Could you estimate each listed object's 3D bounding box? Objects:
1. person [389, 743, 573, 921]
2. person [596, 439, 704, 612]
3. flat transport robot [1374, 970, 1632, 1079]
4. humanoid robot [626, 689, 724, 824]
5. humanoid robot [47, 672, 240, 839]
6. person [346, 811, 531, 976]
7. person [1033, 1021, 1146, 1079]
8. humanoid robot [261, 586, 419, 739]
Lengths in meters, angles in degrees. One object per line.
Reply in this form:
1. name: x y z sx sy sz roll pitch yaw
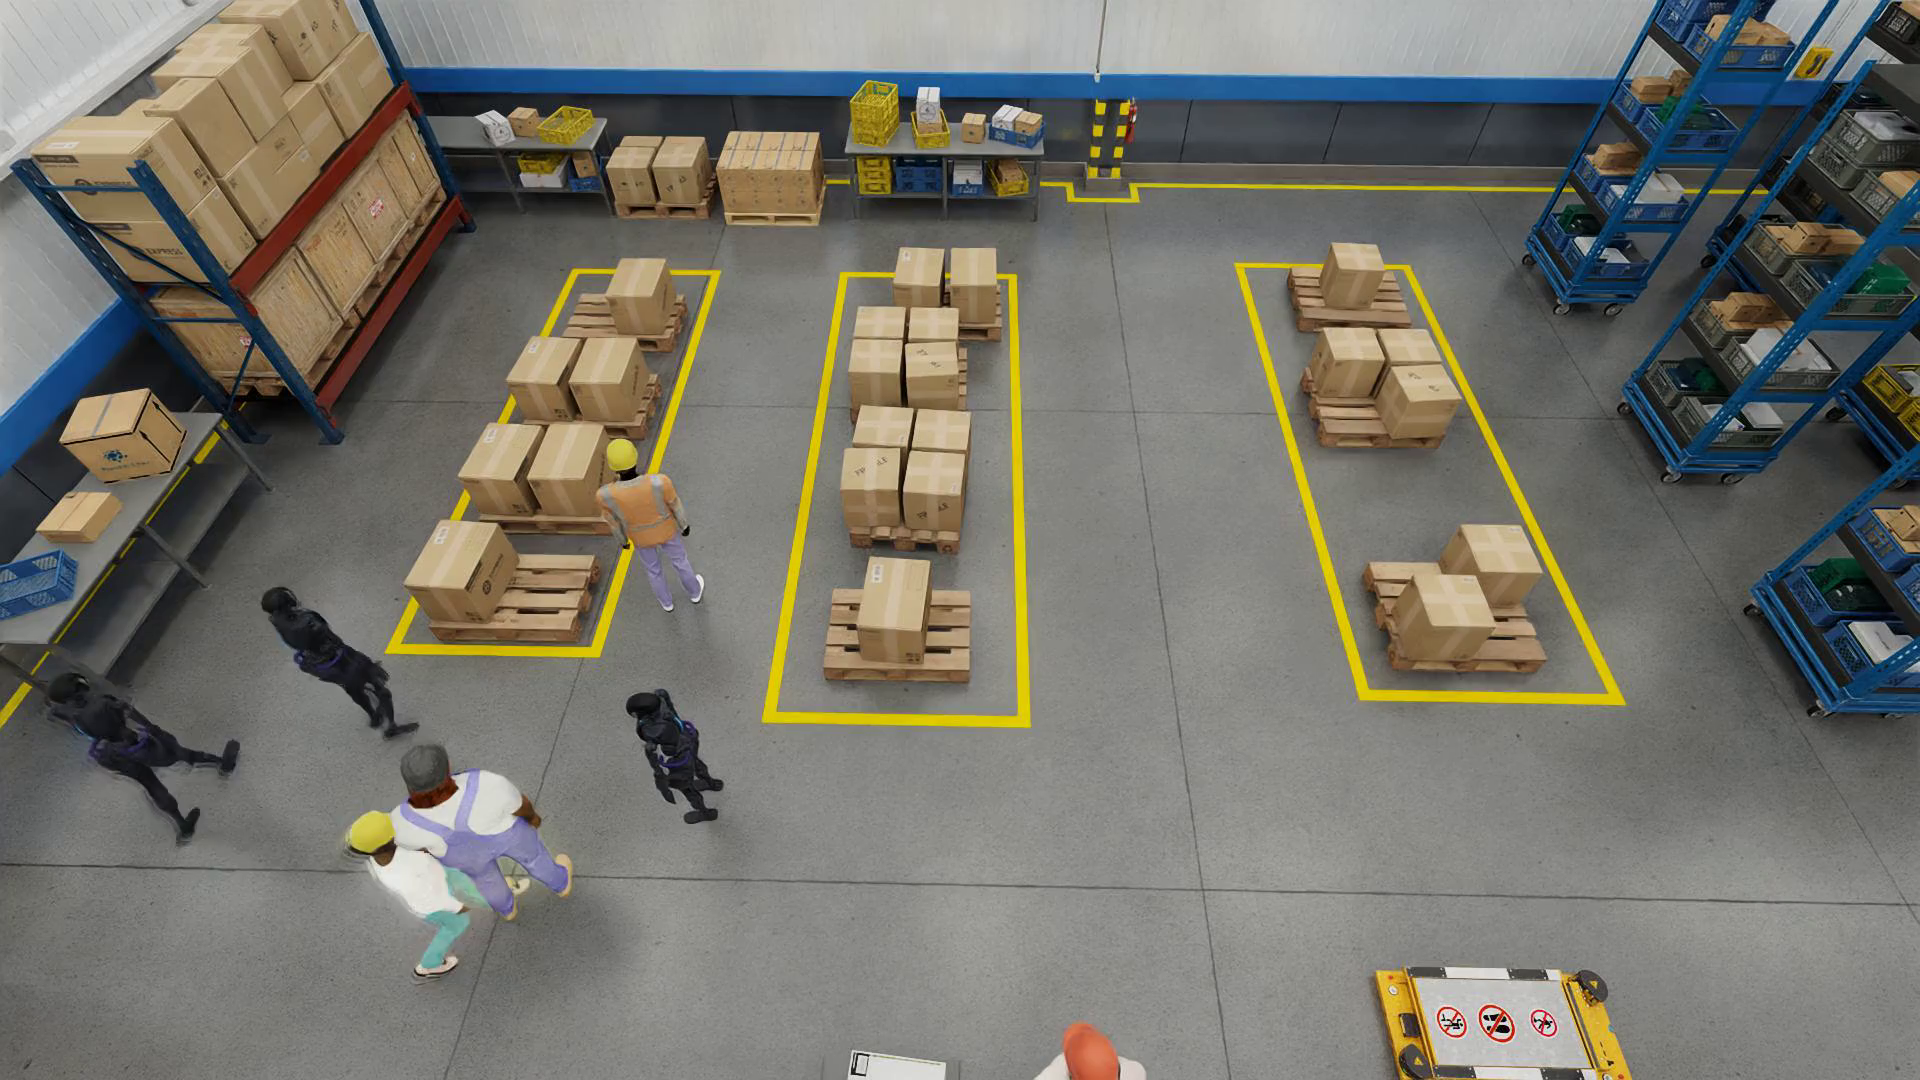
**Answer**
1. person: -3.056 1.820 5.860 0.684 2.000 0.536 -22 54 -17
2. person: -2.520 -0.090 7.489 0.584 1.928 0.368 -15 52 -12
3. flat transport robot: 3.501 3.133 5.914 1.431 0.197 0.652 1 51 1
4. humanoid robot: -1.980 1.488 6.366 0.328 1.658 0.579 -2 51 -2
5. humanoid robot: -5.789 1.449 6.428 0.596 1.629 0.767 -7 51 -6
6. person: -3.357 2.179 5.755 0.753 1.740 0.536 -30 57 -22
7. person: 0.630 2.979 4.943 0.621 1.994 0.379 -8 51 -6
8. humanoid robot: -4.660 0.948 6.818 0.656 1.649 0.392 12 52 9
